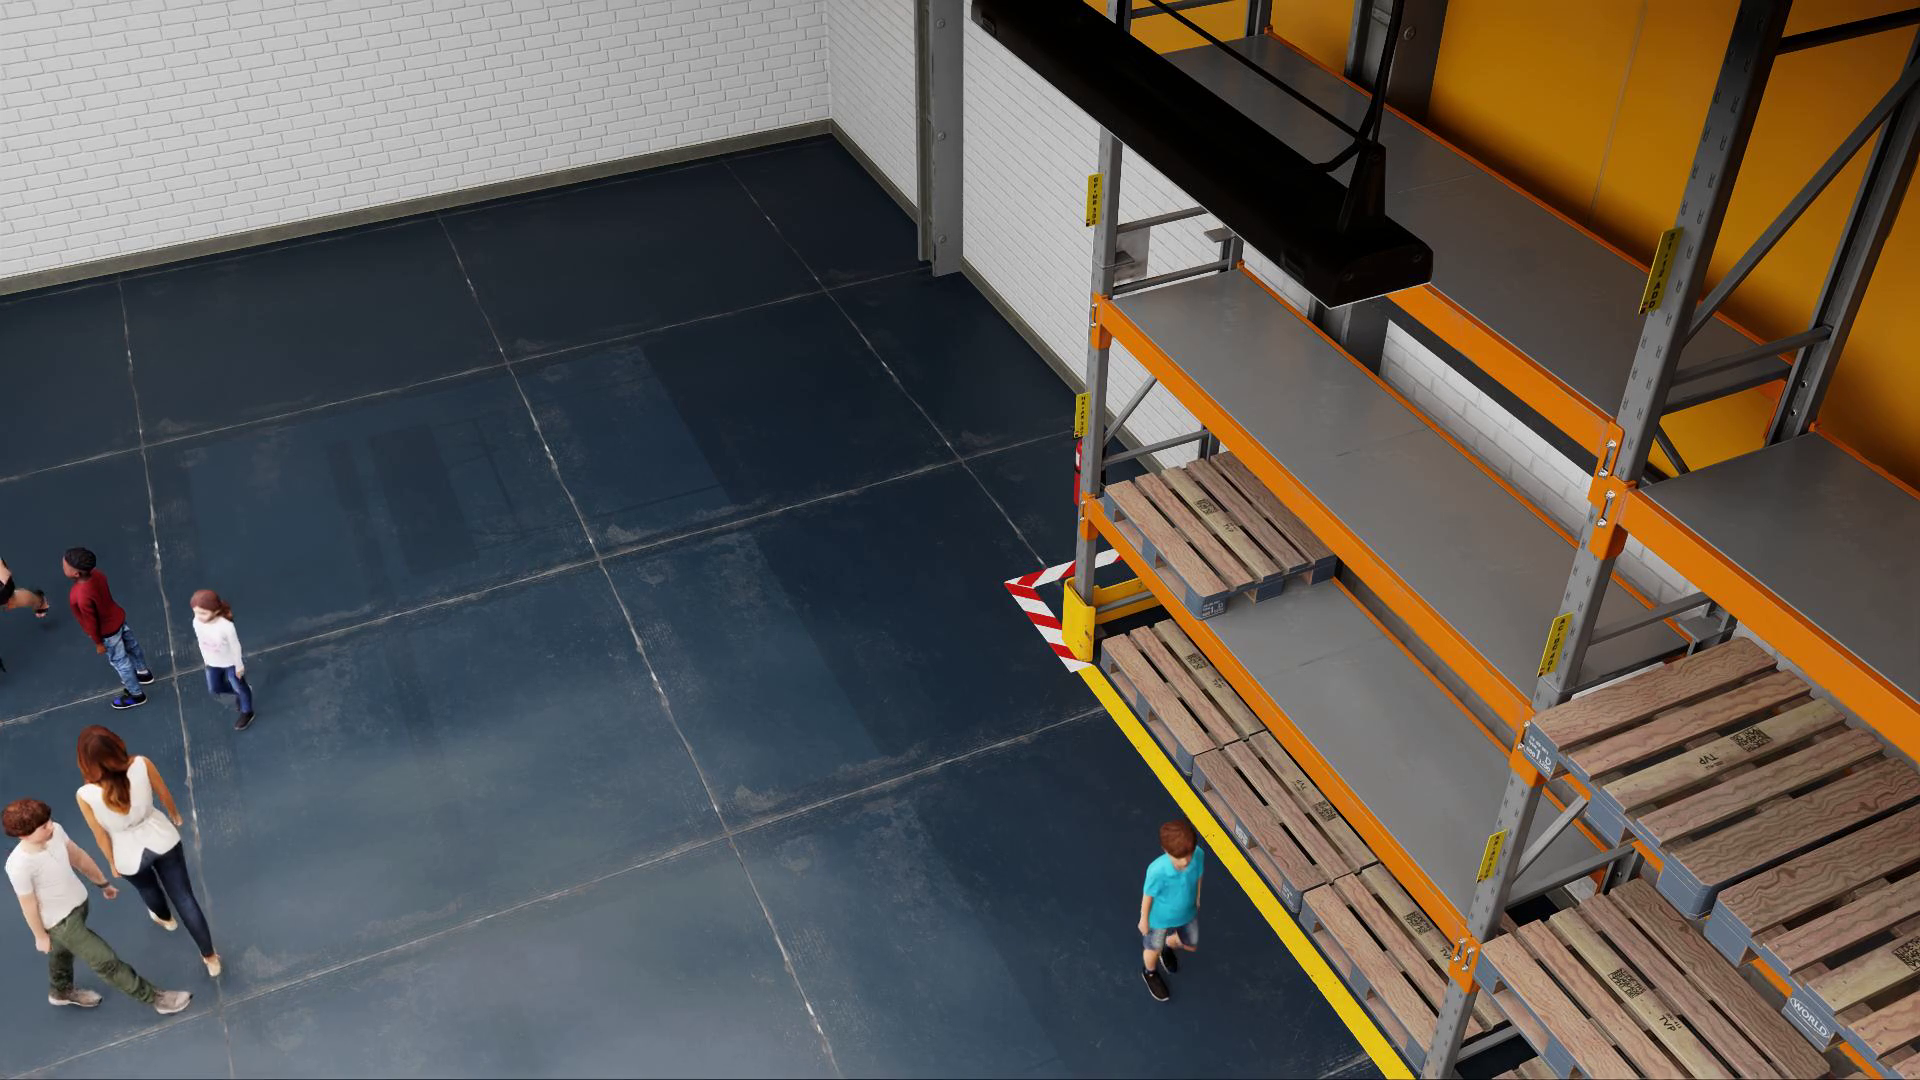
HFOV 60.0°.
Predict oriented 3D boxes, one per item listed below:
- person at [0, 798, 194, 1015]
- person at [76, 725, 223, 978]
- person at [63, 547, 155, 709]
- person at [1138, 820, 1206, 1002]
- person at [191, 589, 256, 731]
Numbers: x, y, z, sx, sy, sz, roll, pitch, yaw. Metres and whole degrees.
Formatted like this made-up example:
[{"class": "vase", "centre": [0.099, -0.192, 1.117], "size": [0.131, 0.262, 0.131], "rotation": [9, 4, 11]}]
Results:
[{"class": "person", "centre": [-4.858, 1.990, 8.878], "size": [0.978, 1.616, 1.119], "rotation": [1, 39, 2]}, {"class": "person", "centre": [-4.410, 1.731, 9.093], "size": [0.787, 1.753, 1.081], "rotation": [-27, 46, -30]}, {"class": "person", "centre": [-5.620, 0.550, 10.972], "size": [0.613, 1.253, 0.507], "rotation": [-4, 39, -5]}, {"class": "person", "centre": [1.123, 1.954, 9.070], "size": [0.542, 1.432, 0.616], "rotation": [-17, 42, -20]}, {"class": "person", "centre": [-4.784, 0.735, 10.856], "size": [0.571, 1.108, 0.630], "rotation": [8, 39, 10]}]
